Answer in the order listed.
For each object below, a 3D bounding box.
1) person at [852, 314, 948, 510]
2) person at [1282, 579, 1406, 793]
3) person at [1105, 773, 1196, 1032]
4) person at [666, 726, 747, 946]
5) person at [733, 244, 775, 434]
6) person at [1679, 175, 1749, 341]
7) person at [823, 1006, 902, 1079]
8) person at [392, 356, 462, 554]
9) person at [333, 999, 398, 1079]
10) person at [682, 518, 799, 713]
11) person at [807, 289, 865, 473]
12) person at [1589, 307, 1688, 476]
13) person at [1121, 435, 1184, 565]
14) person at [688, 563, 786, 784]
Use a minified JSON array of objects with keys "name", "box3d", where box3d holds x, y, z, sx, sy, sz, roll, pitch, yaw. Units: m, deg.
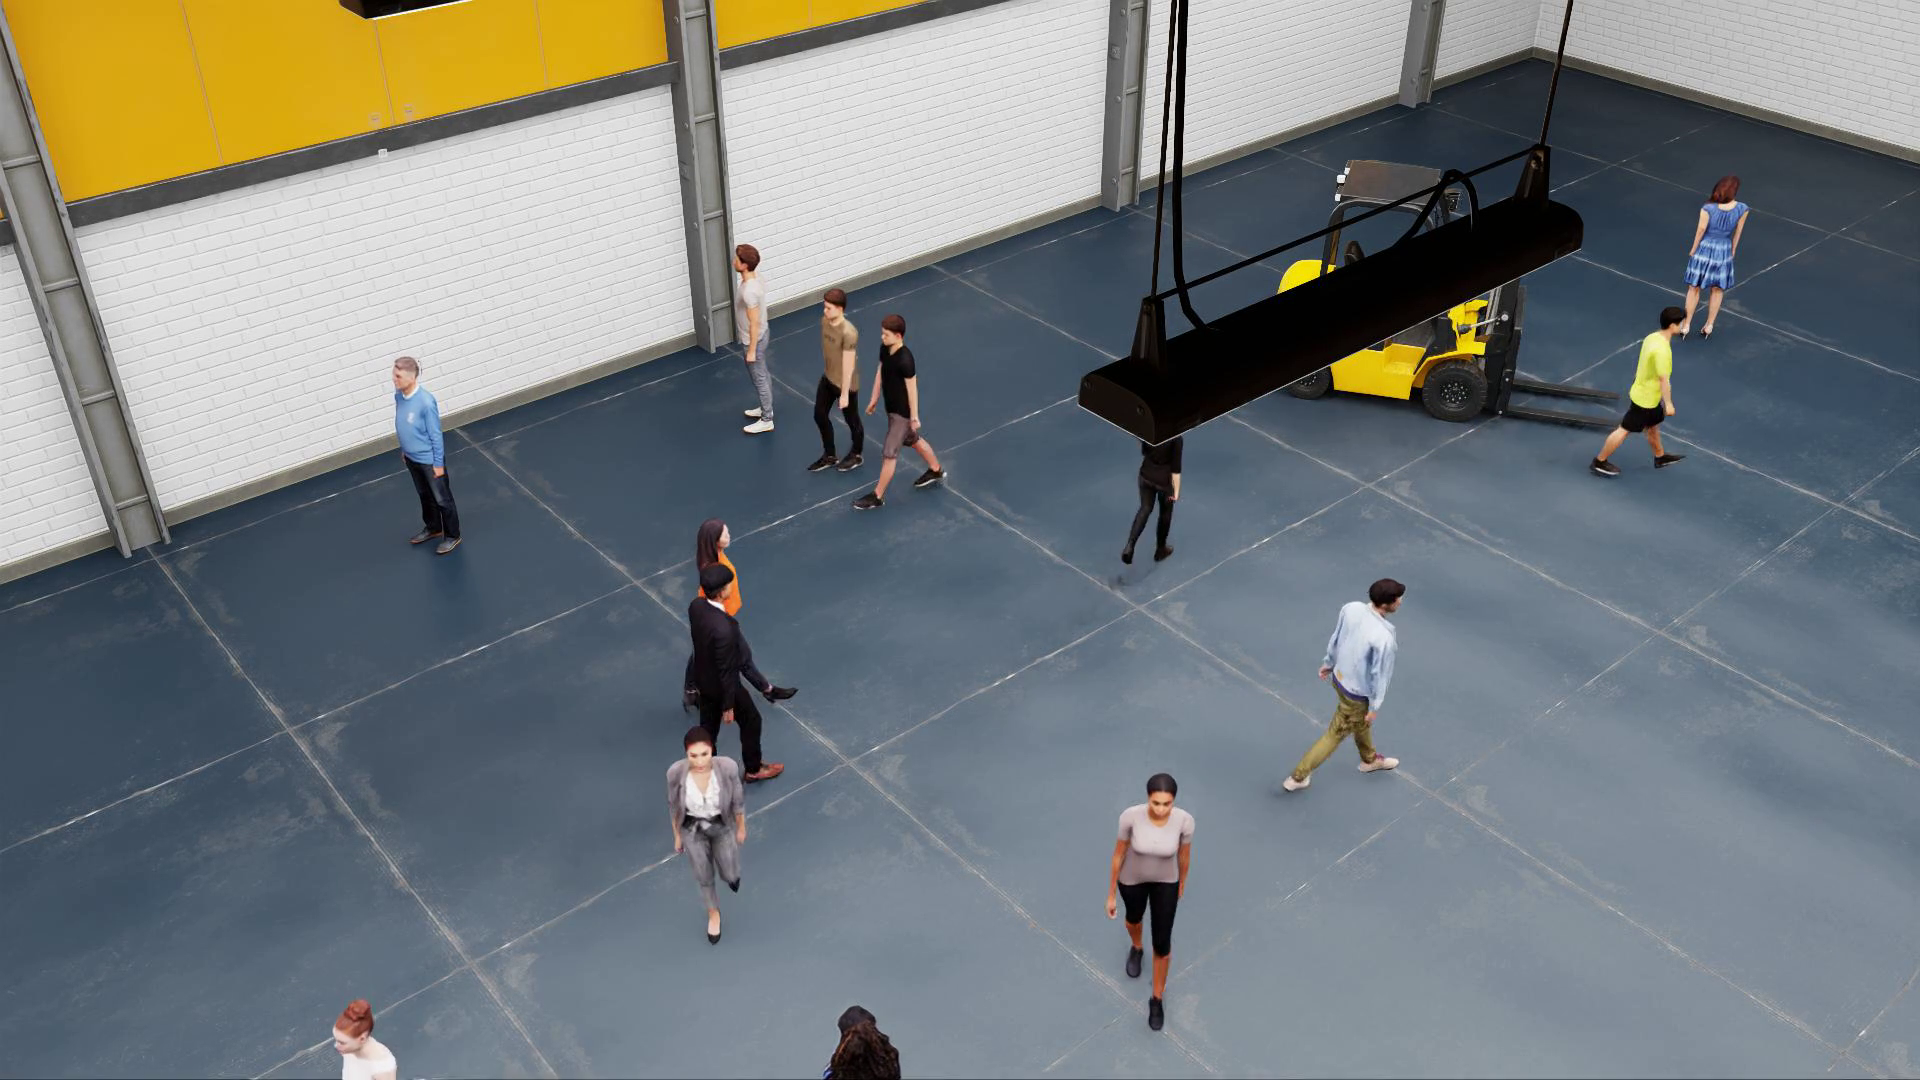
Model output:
[{"name":"person","box3d":[-0.439,-1.170,14.757,1.287,1.813,0.868,-16,37,-22]},{"name":"person","box3d":[2.641,1.043,11.475,1.296,1.761,1.062,-12,35,-17]},{"name":"person","box3d":[1.139,2.011,10.058,0.966,1.719,1.058,7,34,10]},{"name":"person","box3d":[-1.578,1.779,10.457,0.844,1.663,0.886,-3,34,-5]},{"name":"person","box3d":[-1.952,-1.923,15.814,0.769,1.897,0.734,-1,34,-1]},{"name":"person","box3d":[7.889,-2.938,17.460,0.748,1.765,0.808,3,34,4]},{"name":"person","box3d":[-0.502,3.006,8.652,0.574,1.616,0.720,-14,36,-20]},{"name":"person","box3d":[-4.550,-0.751,14.120,0.710,1.820,0.666,21,39,28]},{"name":"person","box3d":[-2.851,2.947,8.601,0.672,1.772,0.826,21,39,29]},{"name":"person","box3d":[-1.868,0.607,12.177,1.188,1.710,0.950,-7,34,-11]},{"name":"person","box3d":[-1.009,-1.467,15.182,0.768,1.838,0.670,-25,41,-32]},{"name":"person","box3d":[6.152,-1.311,15.109,1.118,1.659,1.117,7,34,10]},{"name":"person","box3d":[1.603,-0.465,13.867,0.701,1.625,0.929,23,40,31]},{"name":"person","box3d":[-1.744,1.007,11.441,0.850,1.858,0.750,-22,40,-30]}]
